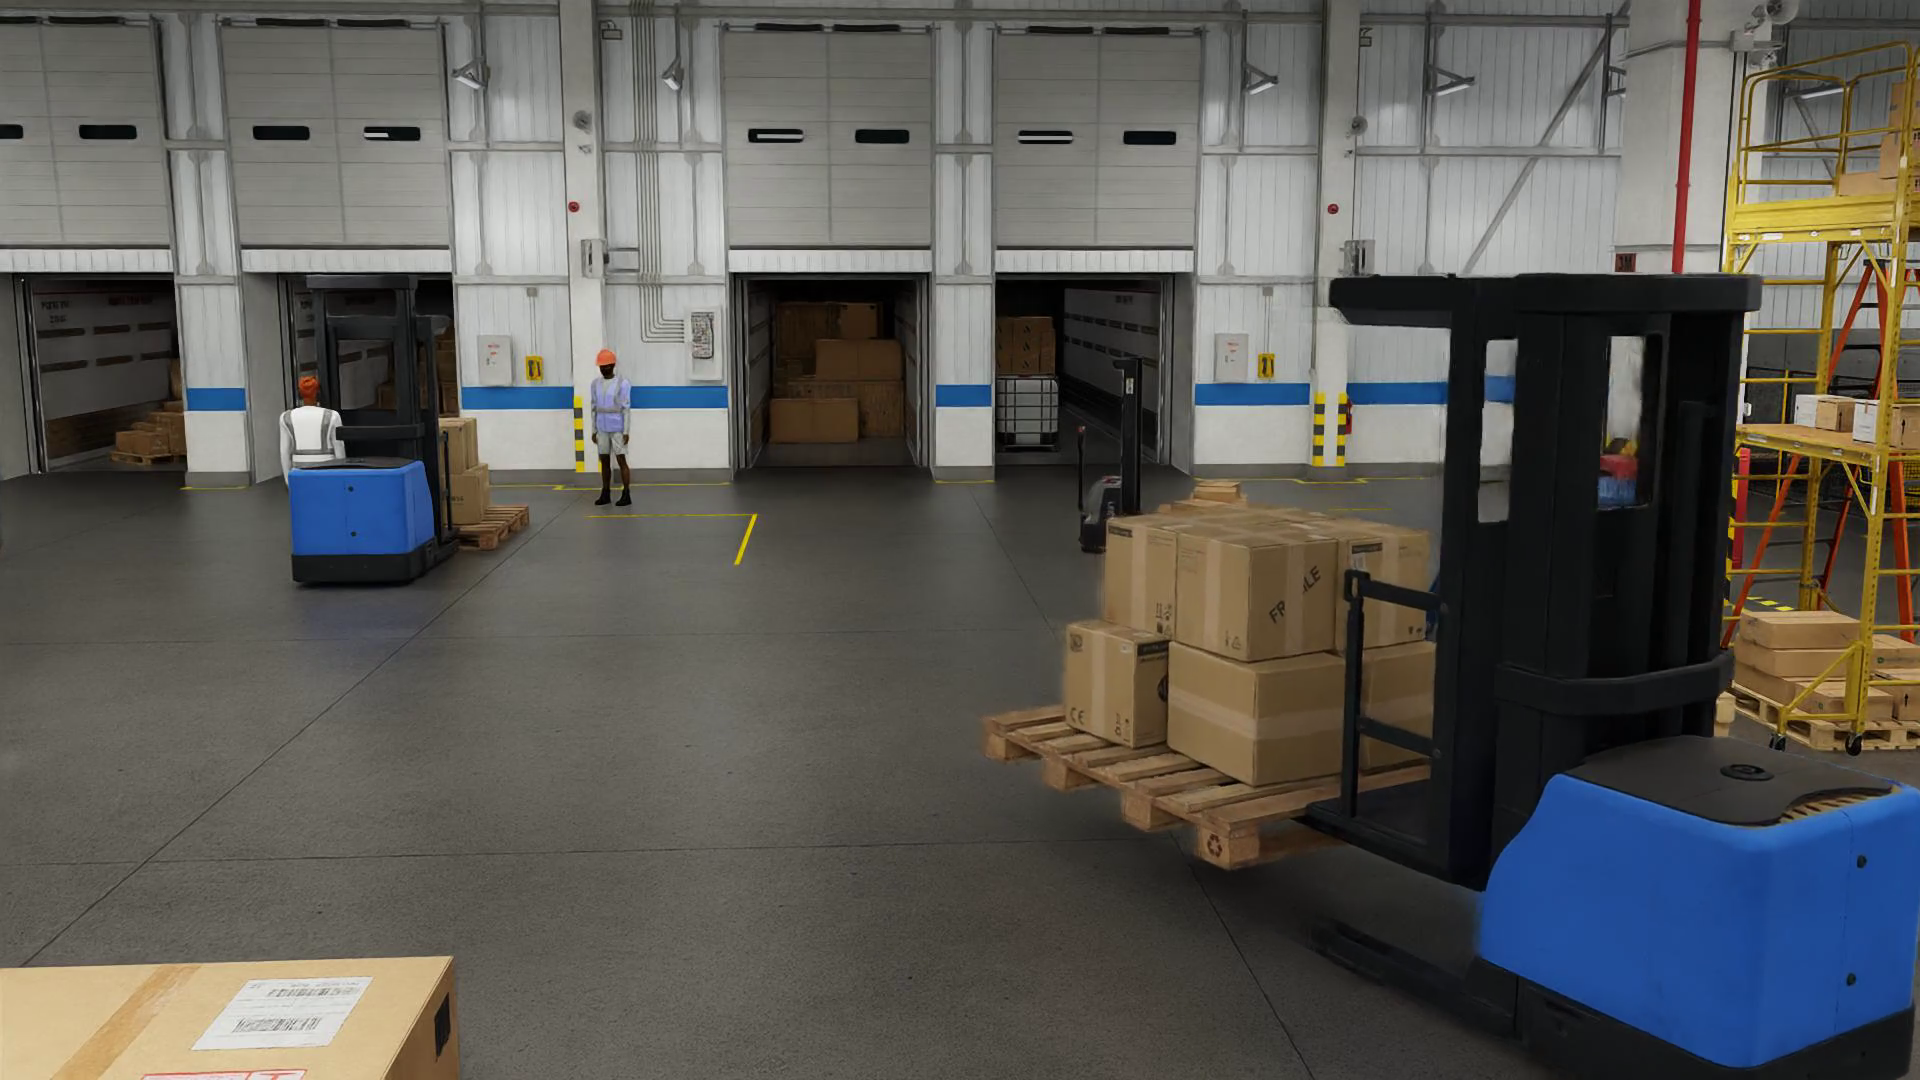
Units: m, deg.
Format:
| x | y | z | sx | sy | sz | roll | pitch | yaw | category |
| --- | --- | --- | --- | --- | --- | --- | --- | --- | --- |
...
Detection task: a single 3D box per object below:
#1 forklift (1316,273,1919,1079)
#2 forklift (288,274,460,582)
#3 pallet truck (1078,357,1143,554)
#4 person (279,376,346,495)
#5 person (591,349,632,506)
| x | y | z | sx | sy | sz | roll | pitch | yaw | category |
| --- | --- | --- | --- | --- | --- | --- | --- | --- | --- |
| 2.415 | 0.423 | 6.091 | 1.129 | 2.768 | 1.873 | -5 | 10 | -30 | forklift |
| -5.554 | -1.101 | 15.662 | 1.129 | 2.768 | 1.873 | -1 | 9 | -4 | forklift |
| 2.088 | -0.836 | 16.757 | 1.885 | 1.965 | 0.823 | 2 | 9 | 13 | pallet truck |
| -6.026 | -0.584 | 15.542 | 0.575 | 1.883 | 0.362 | -1 | 9 | -3 | person |
| -4.276 | -1.368 | 20.331 | 0.546 | 1.927 | 0.390 | 3 | 10 | 21 | person |
